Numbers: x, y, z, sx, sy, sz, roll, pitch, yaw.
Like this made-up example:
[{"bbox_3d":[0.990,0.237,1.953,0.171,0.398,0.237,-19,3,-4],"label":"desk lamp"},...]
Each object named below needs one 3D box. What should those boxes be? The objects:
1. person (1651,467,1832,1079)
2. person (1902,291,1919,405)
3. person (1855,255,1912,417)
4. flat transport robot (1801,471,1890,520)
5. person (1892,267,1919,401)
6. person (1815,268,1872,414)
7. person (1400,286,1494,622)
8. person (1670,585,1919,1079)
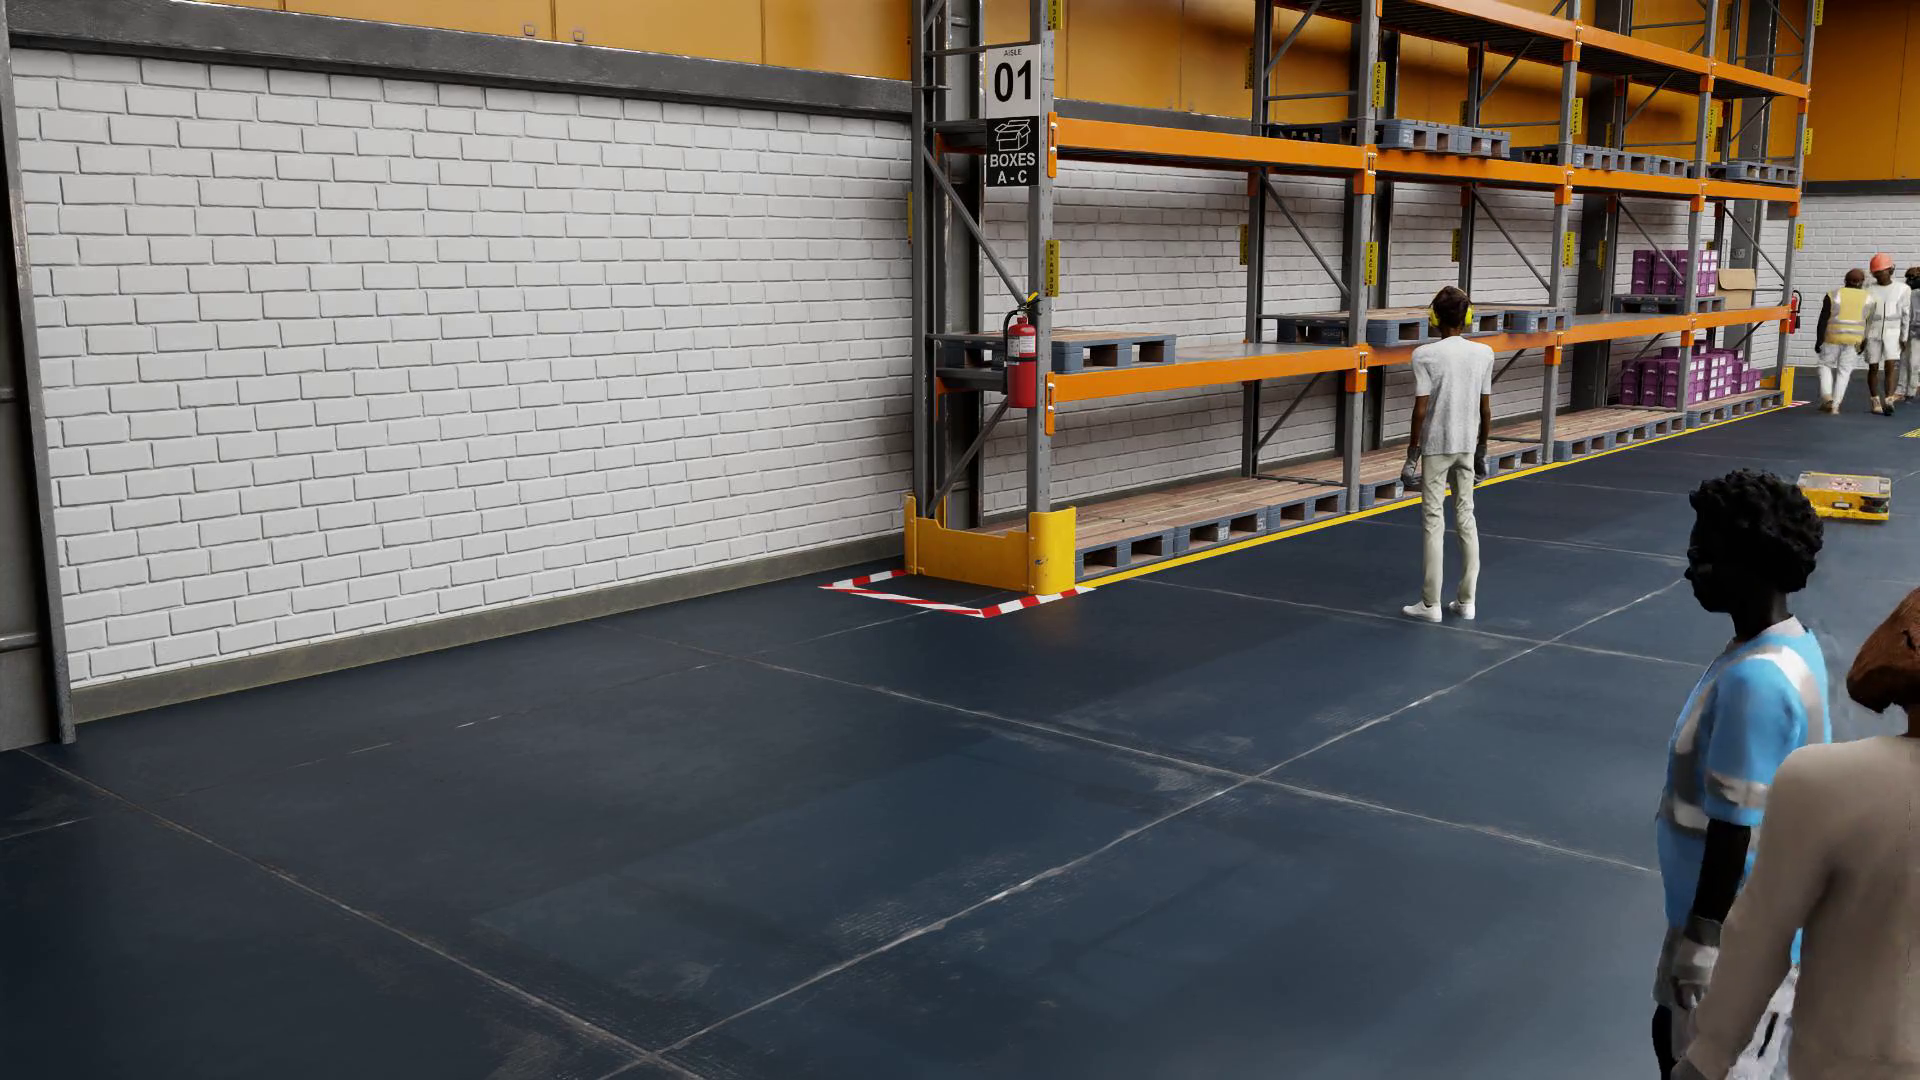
[{"bbox_3d":[1.540,0.700,3.126,0.638,1.673,0.533,5,11,26],"label":"person"},{"bbox_3d":[12.859,-2.686,22.095,0.621,1.785,0.727,6,12,32],"label":"person"},{"bbox_3d":[11.379,-2.510,20.541,0.621,1.977,1.050,5,11,24],"label":"person"},{"bbox_3d":[6.986,-0.360,13.166,0.652,0.197,1.431,5,11,28],"label":"flat transport robot"},{"bbox_3d":[12.919,-2.801,22.651,0.687,1.823,0.646,-4,11,-20],"label":"person"},{"bbox_3d":[11.054,-2.473,20.801,0.650,1.828,0.432,3,10,14],"label":"person"},{"bbox_3d":[2.705,-0.472,9.272,0.513,1.865,0.329,-2,10,-13],"label":"person"},{"bbox_3d":[1.442,0.858,2.506,0.565,1.586,0.782,-1,10,-5],"label":"person"}]
